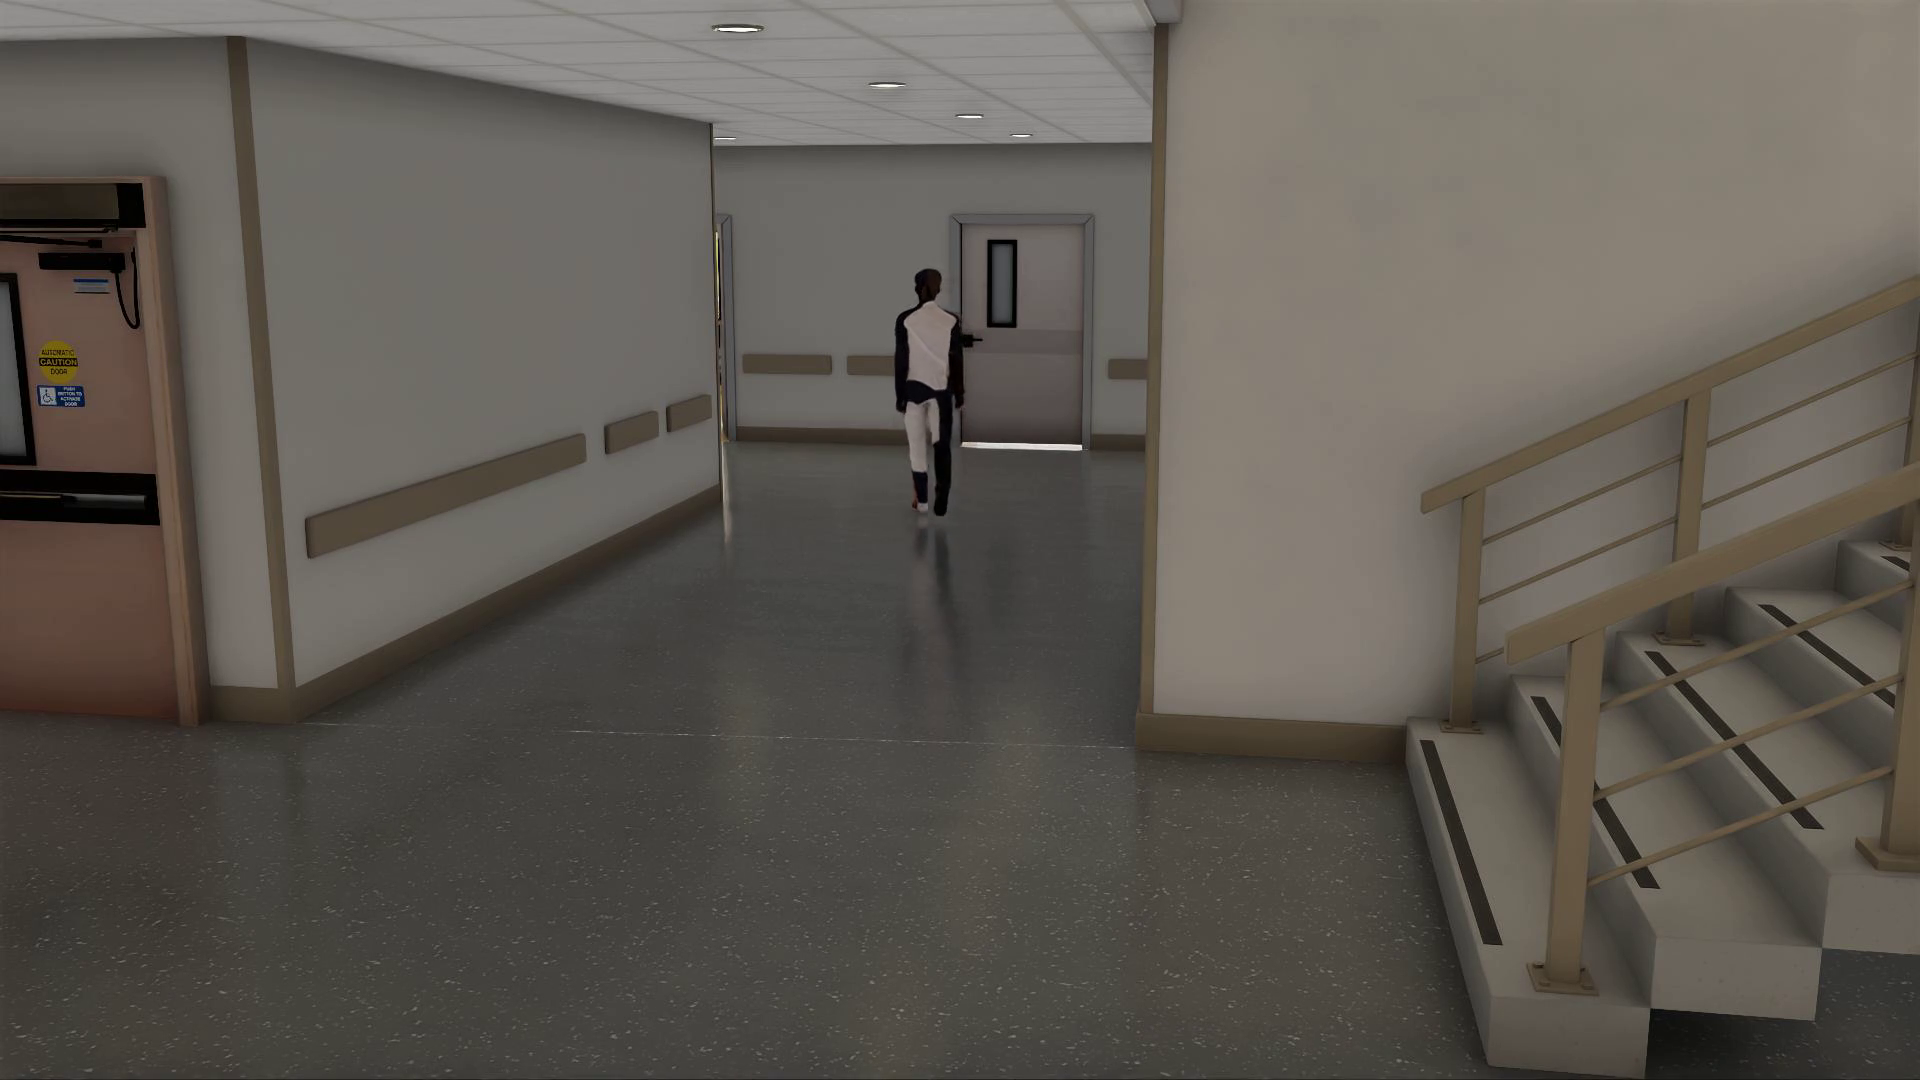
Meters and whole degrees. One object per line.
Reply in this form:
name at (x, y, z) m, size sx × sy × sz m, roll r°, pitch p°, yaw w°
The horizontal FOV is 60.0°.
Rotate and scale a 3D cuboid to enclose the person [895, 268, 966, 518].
person at (-0.231, -1.077, 12.520) m, size 1.148 × 1.867 × 0.968 m, roll -1°, pitch 11°, yaw -7°
